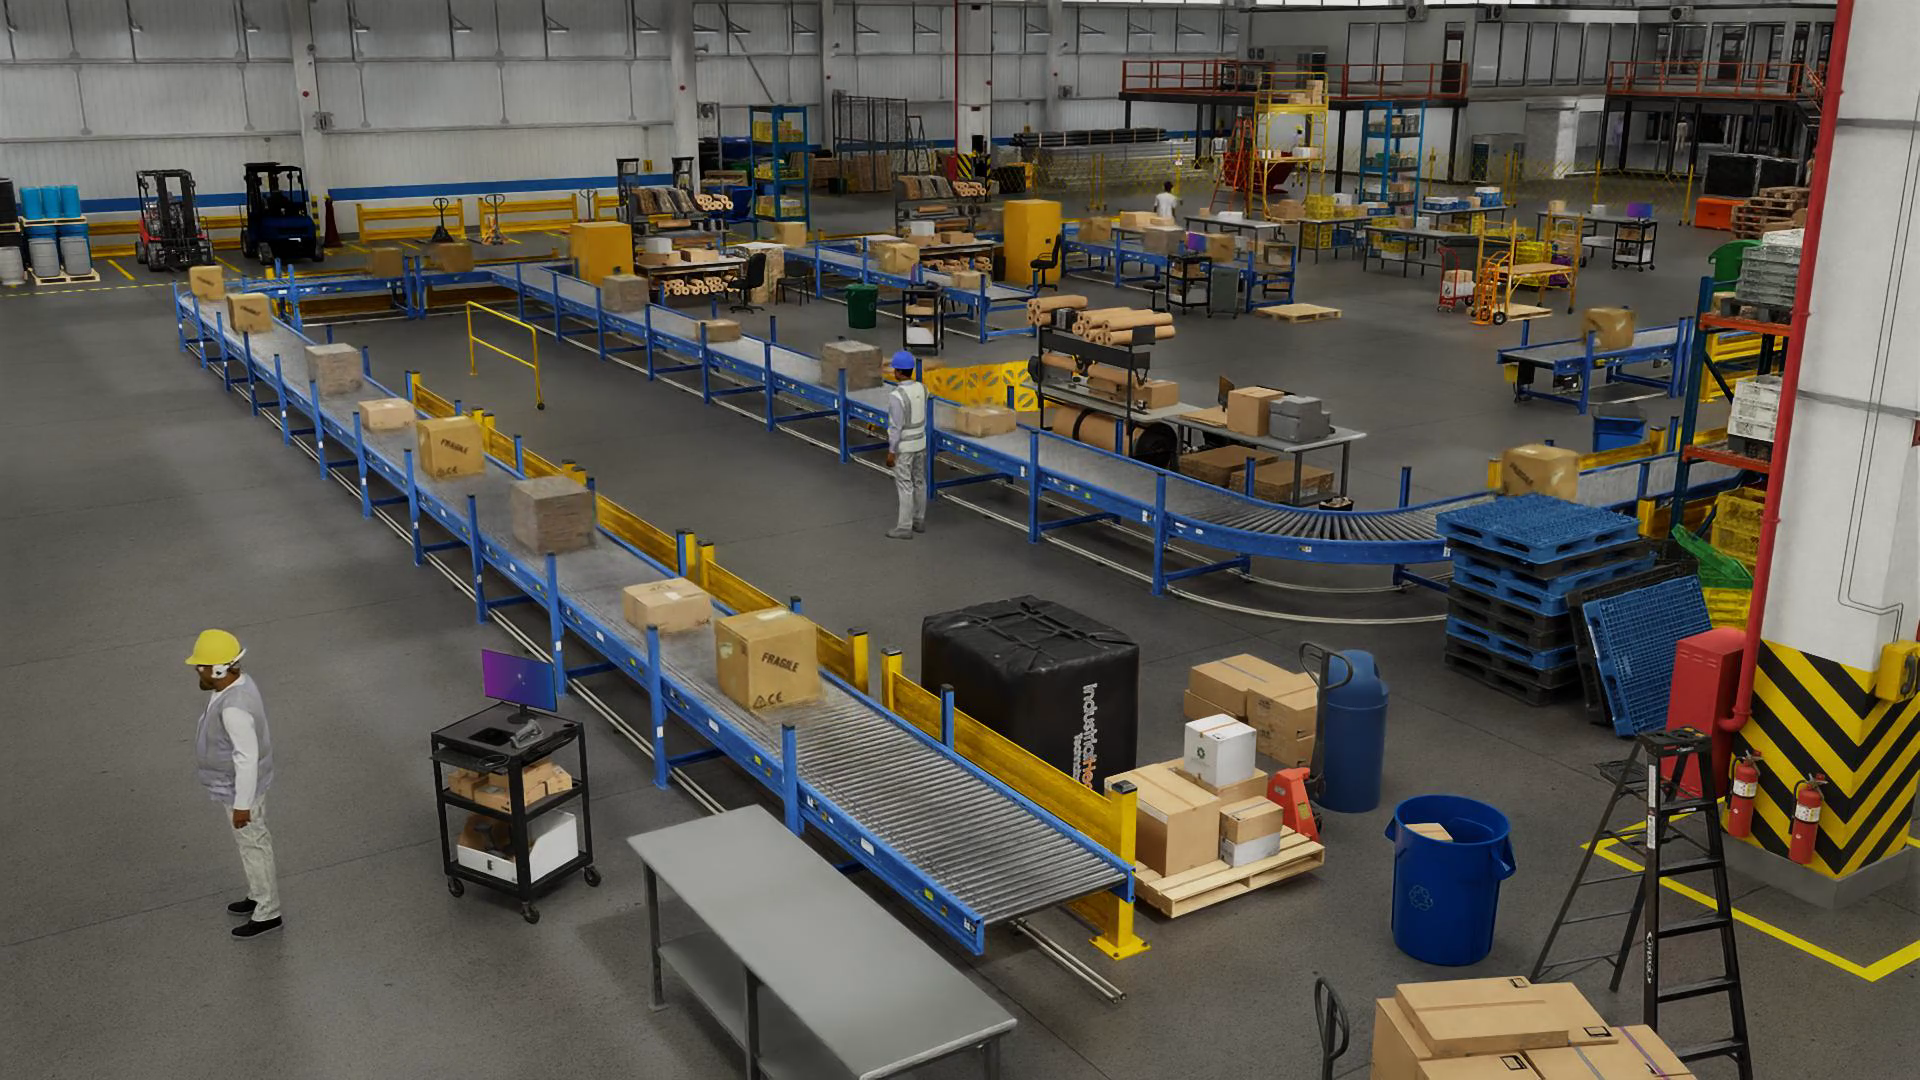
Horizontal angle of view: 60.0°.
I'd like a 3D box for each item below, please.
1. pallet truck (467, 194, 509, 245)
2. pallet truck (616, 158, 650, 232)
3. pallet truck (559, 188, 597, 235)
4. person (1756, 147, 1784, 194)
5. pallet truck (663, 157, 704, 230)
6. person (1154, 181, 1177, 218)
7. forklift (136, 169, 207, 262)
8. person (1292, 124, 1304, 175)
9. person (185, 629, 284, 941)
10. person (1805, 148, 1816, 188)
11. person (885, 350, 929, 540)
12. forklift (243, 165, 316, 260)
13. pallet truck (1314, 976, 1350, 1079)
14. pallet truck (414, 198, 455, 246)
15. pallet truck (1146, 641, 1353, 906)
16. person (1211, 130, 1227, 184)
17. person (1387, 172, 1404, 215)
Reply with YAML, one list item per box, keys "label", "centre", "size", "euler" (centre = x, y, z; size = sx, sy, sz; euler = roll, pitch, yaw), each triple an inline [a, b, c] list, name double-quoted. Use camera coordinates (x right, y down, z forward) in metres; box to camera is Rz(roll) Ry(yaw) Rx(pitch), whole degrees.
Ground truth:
- label: "pallet truck"
  centre: [-11.983, -8.177, 42.137]
  size: [0.704, 1.261, 1.522]
  euler: [-11, 20, -33]
- label: "pallet truck"
  centre: [-8.918, -9.176, 44.255]
  size: [0.823, 1.965, 1.885]
  euler: [-9, 19, -27]
- label: "pallet truck"
  centre: [-10.010, -8.652, 43.699]
  size: [0.653, 1.274, 1.630]
  euler: [-10, 20, -31]
- label: "person"
  centre: [23.164, -10.256, 47.774]
  size: [0.713, 2.000, 0.641]
  euler: [-5, 17, -15]
- label: "pallet truck"
  centre: [-7.586, -9.308, 44.692]
  size: [0.823, 1.965, 1.885]
  euler: [-11, 20, -33]
- label: "person"
  centre: [4.785, -7.460, 38.849]
  size: [0.540, 1.821, 0.929]
  euler: [-1, 17, -2]
- label: "forklift"
  centre: [-17.842, -7.318, 37.559]
  size: [1.157, 1.987, 2.680]
  euler: [-10, 20, -31]
- label: "person"
  centre: [12.883, -14.892, 63.445]
  size: [0.617, 1.895, 0.521]
  euler: [-13, 21, -37]
- label: "person"
  centre: [-4.100, 1.373, 9.433]
  size: [0.404, 1.830, 0.599]
  euler: [-7, 18, -23]
- label: "person"
  centre: [25.161, -10.602, 49.100]
  size: [0.543, 1.939, 0.362]
  euler: [-13, 21, -37]
- label: "person"
  centre: [-0.552, -0.973, 17.042]
  size: [0.389, 1.949, 0.603]
  euler: [10, 19, 29]
- label: "forklift"
  centre: [-15.898, -7.669, 38.708]
  size: [1.157, 1.987, 2.680]
  euler: [-11, 20, -33]
- label: "pallet truck"
  centre: [2.299, 2.390, 7.086]
  size: [1.601, 1.201, 0.680]
  euler: [-2, 17, -7]
- label: "pallet truck"
  centre: [-13.250, -8.060, 41.856]
  size: [0.680, 1.201, 1.601]
  euler: [-10, 20, -31]
- label: "pallet truck"
  centre: [1.664, 1.407, 10.232]
  size: [1.630, 1.274, 0.653]
  euler: [-10, 20, -31]
- label: "person"
  centre: [9.287, -13.735, 59.621]
  size: [0.572, 1.883, 0.358]
  euler: [7, 18, 22]
- label: "person"
  centre: [12.705, -10.331, 48.501]
  size: [0.540, 1.755, 0.460]
  euler: [-6, 18, -18]
